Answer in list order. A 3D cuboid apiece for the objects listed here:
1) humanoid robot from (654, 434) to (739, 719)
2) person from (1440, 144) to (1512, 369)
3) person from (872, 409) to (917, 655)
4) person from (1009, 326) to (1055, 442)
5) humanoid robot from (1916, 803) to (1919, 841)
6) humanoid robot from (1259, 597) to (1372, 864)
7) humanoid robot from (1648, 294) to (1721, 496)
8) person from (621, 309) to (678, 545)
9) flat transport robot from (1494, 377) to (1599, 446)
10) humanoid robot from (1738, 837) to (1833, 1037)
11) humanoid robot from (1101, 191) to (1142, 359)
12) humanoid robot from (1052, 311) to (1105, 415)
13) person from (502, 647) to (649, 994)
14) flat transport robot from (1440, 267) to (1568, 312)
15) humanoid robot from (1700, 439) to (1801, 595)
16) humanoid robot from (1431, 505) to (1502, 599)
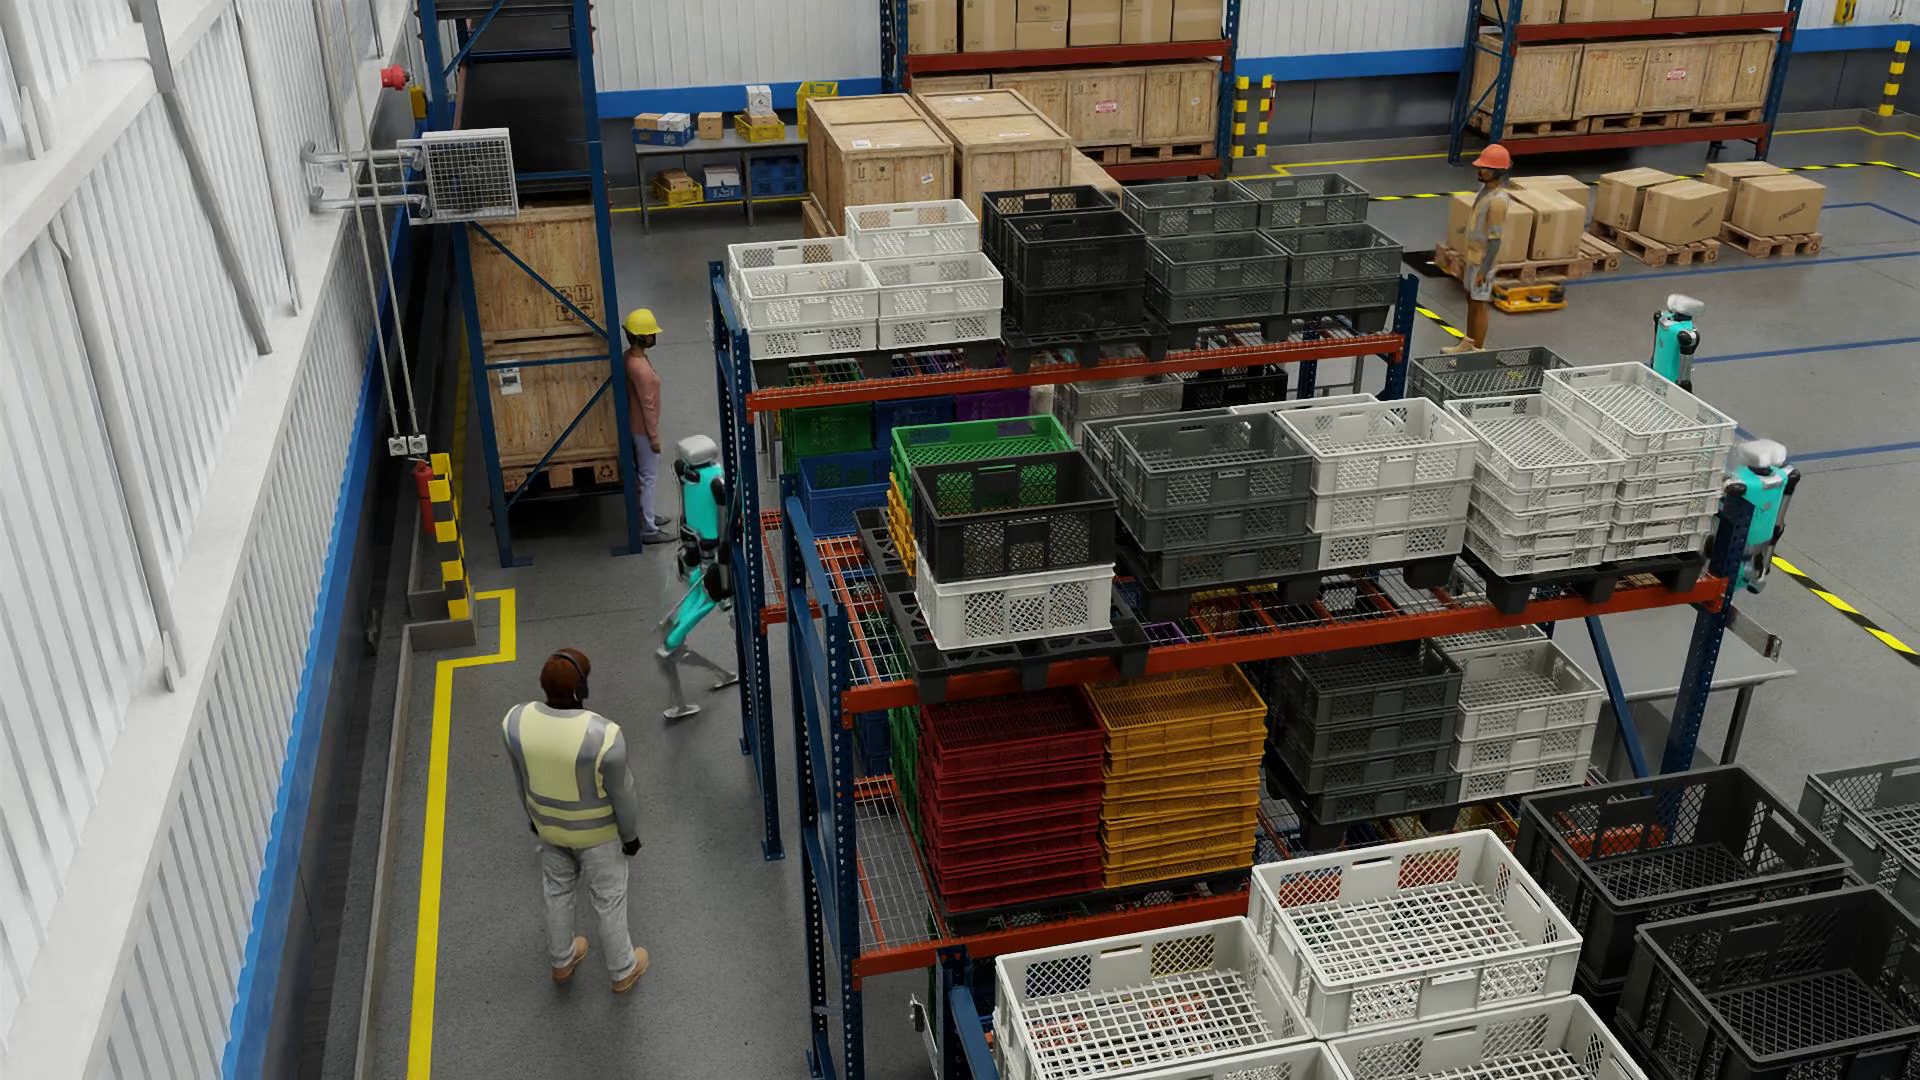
[{"bbox_3d":[-1.693,0.279,9.968,0.879,1.781,0.554,-21,34,-34],"label":"humanoid robot"},{"bbox_3d":[4.668,-2.541,14.962,0.366,2.048,0.606,2,28,3],"label":"person"},{"bbox_3d":[-0.320,-0.102,10.474,0.573,1.917,0.575,5,28,9],"label":"person"},{"bbox_3d":[0.476,-0.640,11.575,0.341,1.841,0.499,-22,35,-35],"label":"person"},{"bbox_3d":[4.358,1.630,7.474,0.702,1.623,0.591,12,30,22],"label":"humanoid robot"},{"bbox_3d":[1.954,1.061,8.467,1.051,1.726,0.554,-1,28,-2],"label":"humanoid robot"},{"bbox_3d":[5.390,-1.005,12.233,0.735,1.678,0.533,-2,28,-3],"label":"humanoid robot"},{"bbox_3d":[-2.256,-0.818,12.003,0.336,1.761,0.523,-10,30,-19],"label":"person"},{"bbox_3d":[4.780,-1.036,14.013,0.659,0.231,1.431,-6,28,-12],"label":"flat transport robot"},{"bbox_3d":[3.344,1.901,6.933,0.403,1.646,0.610,-7,29,-12],"label":"humanoid robot"},{"bbox_3d":[1.333,-2.358,15.025,0.633,1.640,0.602,-13,30,-23],"label":"humanoid robot"},{"bbox_3d":[0.699,-1.014,12.450,0.801,1.816,0.552,12,30,22],"label":"humanoid robot"},{"bbox_3d":[-1.789,1.327,7.859,0.621,1.833,0.430,9,29,16],"label":"person"},{"bbox_3d":[5.585,-2.685,17.111,0.652,0.197,1.431,-6,28,-12],"label":"flat transport robot"},{"bbox_3d":[4.605,0.184,10.227,0.551,1.894,0.740,-10,29,-18],"label":"humanoid robot"},{"bbox_3d":[3.560,-0.245,11.029,0.668,1.614,0.608,15,31,27],"label":"humanoid robot"}]
